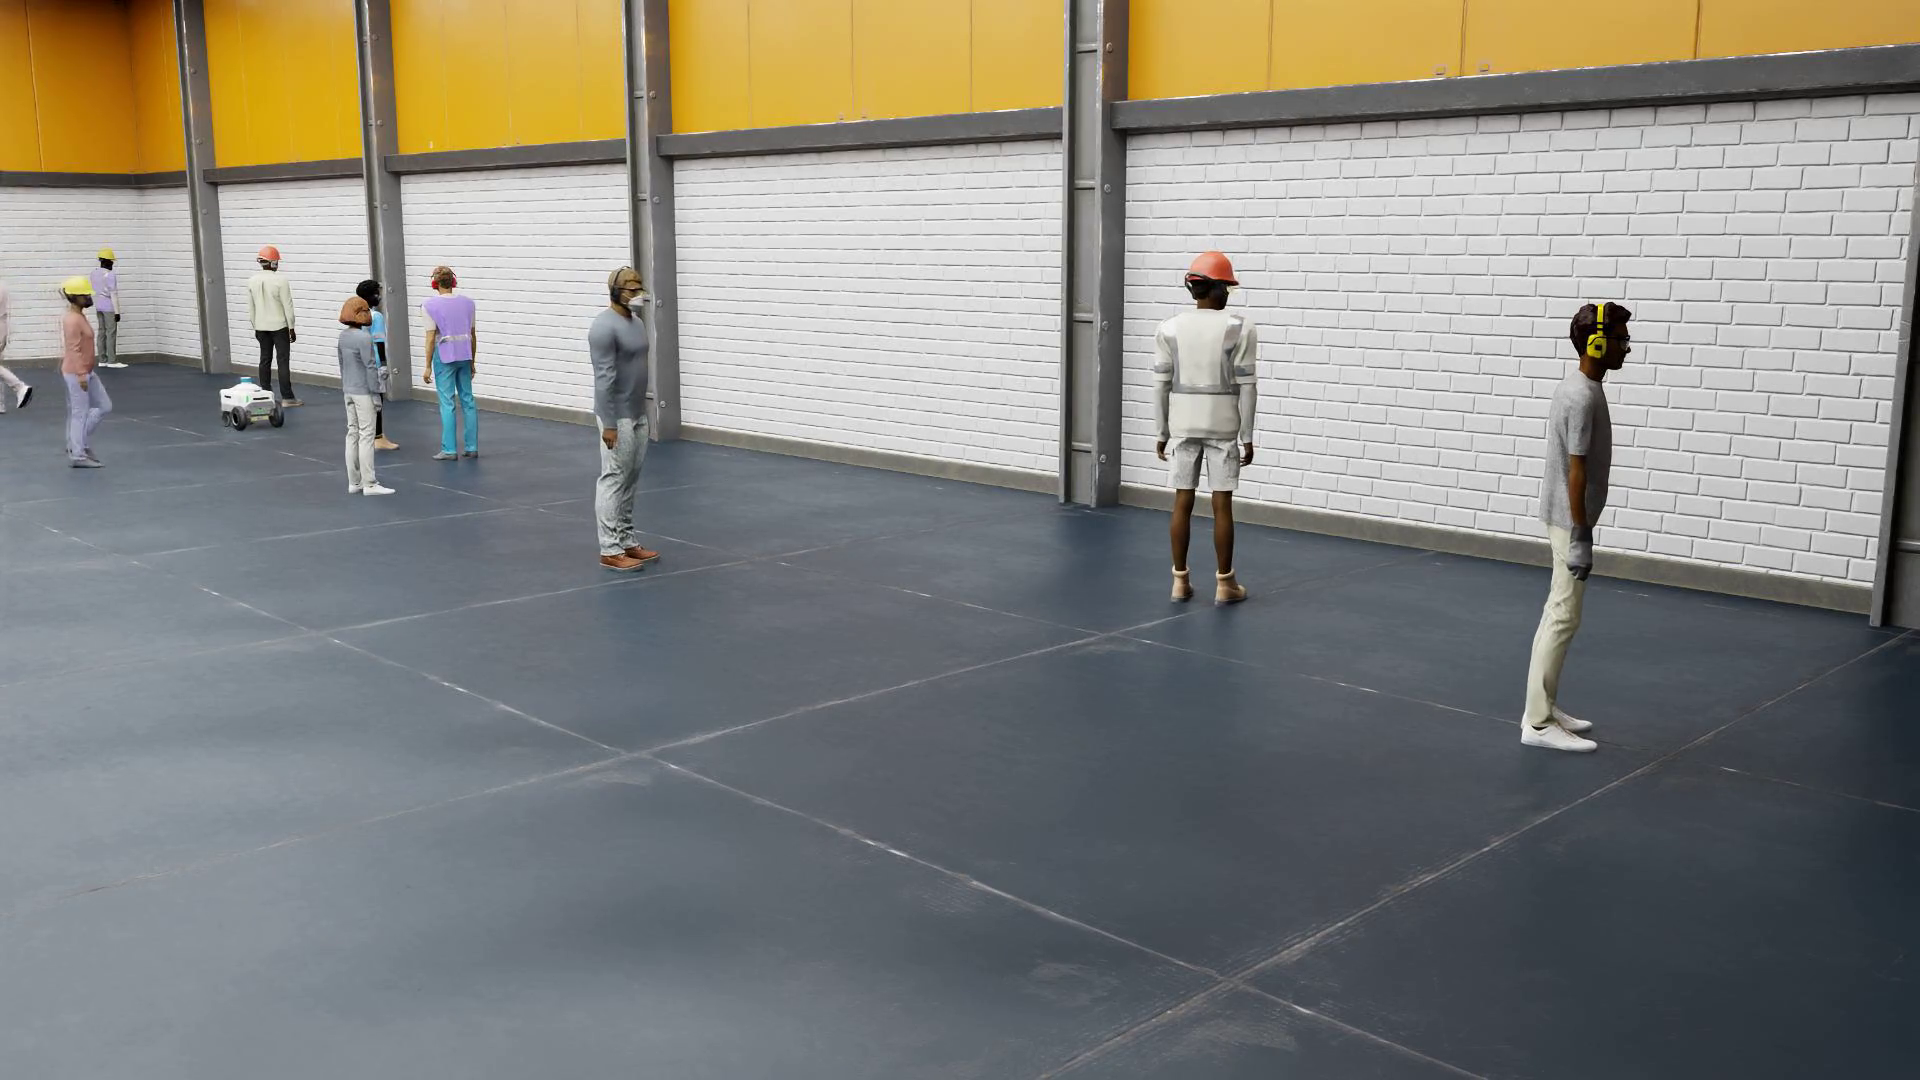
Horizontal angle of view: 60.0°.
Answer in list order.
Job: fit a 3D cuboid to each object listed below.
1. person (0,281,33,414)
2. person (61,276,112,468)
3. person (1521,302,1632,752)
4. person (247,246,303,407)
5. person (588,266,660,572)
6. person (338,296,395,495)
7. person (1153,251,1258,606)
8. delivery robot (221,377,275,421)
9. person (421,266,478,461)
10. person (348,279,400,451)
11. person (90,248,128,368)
[{"bbox_3d":[-11.529,-2.441,19.848,0.538,1.891,0.665,-3,11,-15],"label":"person"},{"bbox_3d":[-8.018,-1.526,15.231,0.386,1.752,0.552,-3,11,-16],"label":"person"},{"bbox_3d":[2.562,-0.051,6.917,0.331,1.864,0.509,3,11,17],"label":"person"},{"bbox_3d":[-8.561,-2.656,20.752,0.612,1.995,0.379,3,11,14],"label":"person"},{"bbox_3d":[-2.158,-0.776,10.659,0.351,1.936,0.634,2,11,10],"label":"person"},{"bbox_3d":[-4.927,-1.185,13.711,0.500,1.636,0.282,9,14,41],"label":"person"},{"bbox_3d":[1.422,-0.639,9.634,0.609,2.040,0.394,5,11,24],"label":"person"},{"bbox_3d":[-7.912,-1.563,18.467,0.707,0.478,0.477,10,14,43],"label":"delivery robot"},{"bbox_3d":[-4.820,-1.664,15.770,0.395,1.839,0.564,9,13,39],"label":"person"},{"bbox_3d":[-5.849,-1.729,16.502,0.535,1.699,0.322,9,14,40],"label":"person"},{"bbox_3d":[-13.745,-3.733,26.840,0.585,1.919,0.388,6,12,29],"label":"person"}]
